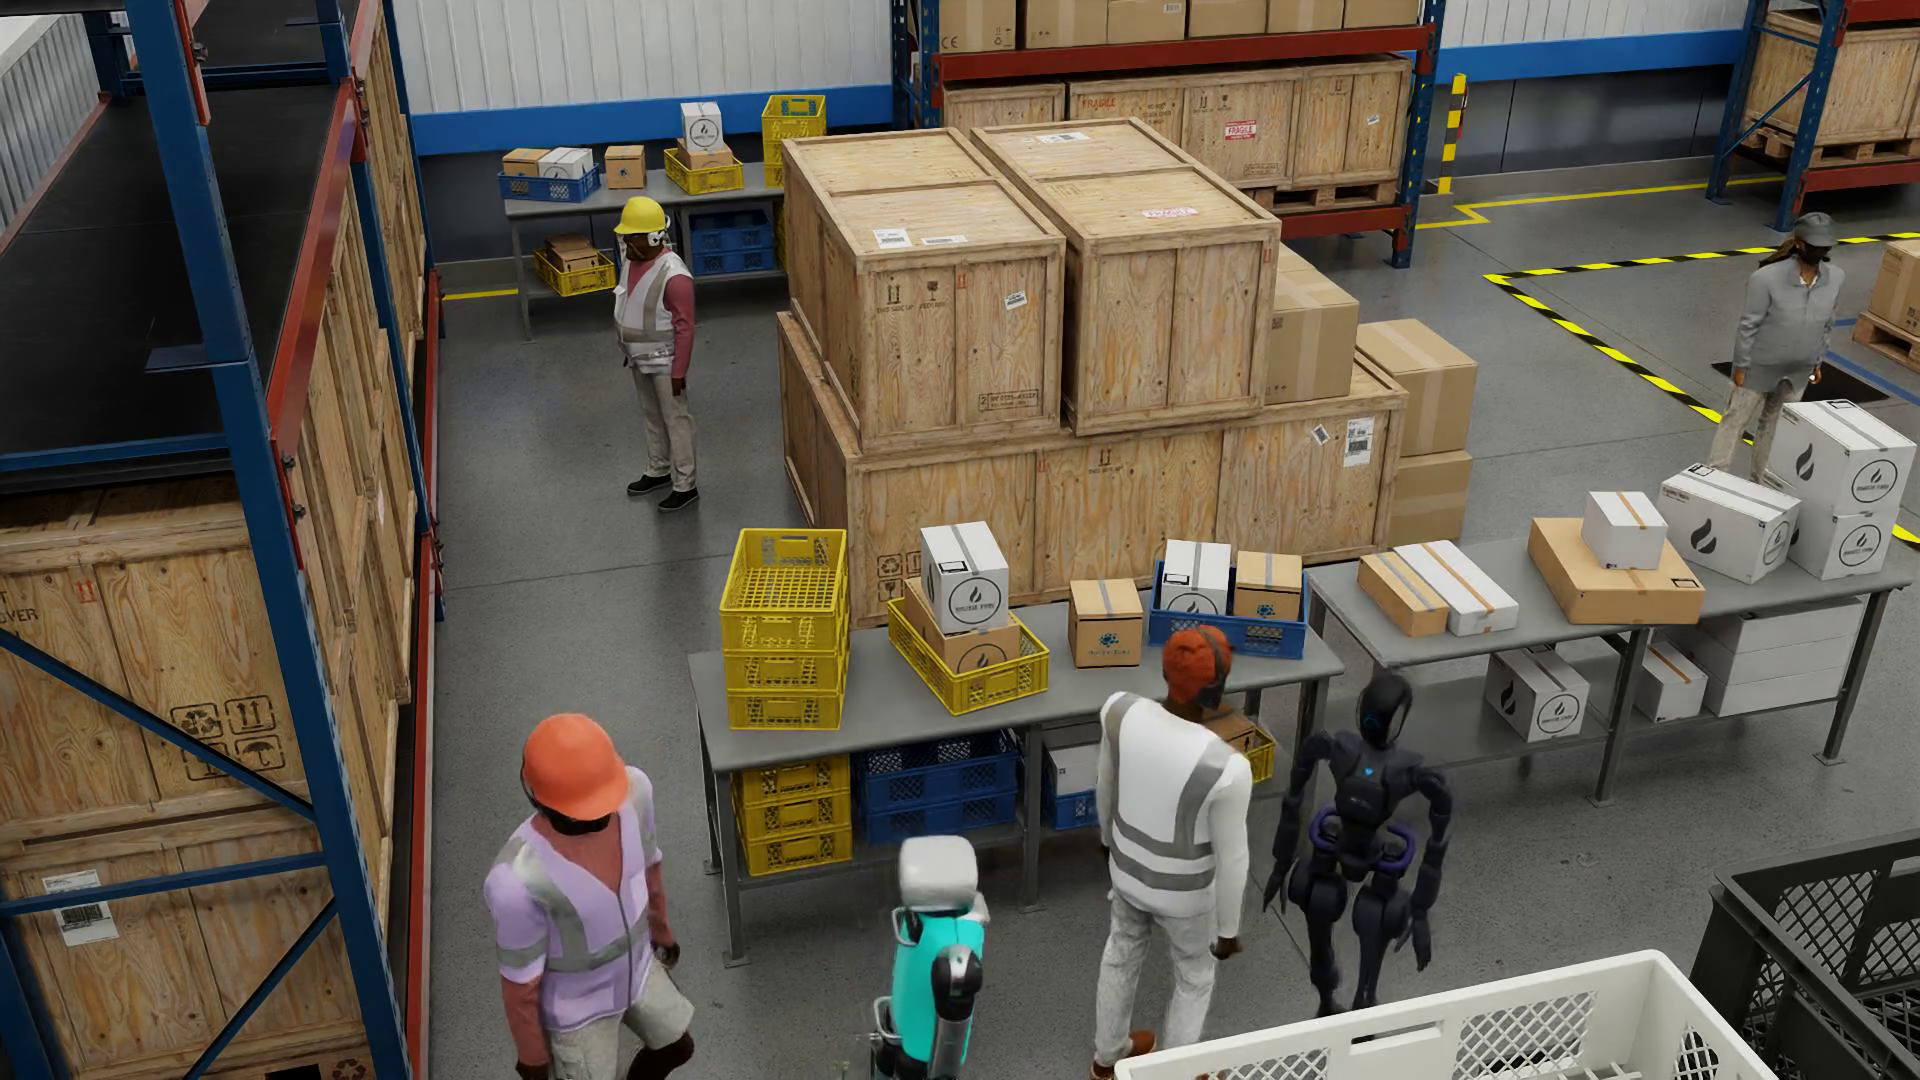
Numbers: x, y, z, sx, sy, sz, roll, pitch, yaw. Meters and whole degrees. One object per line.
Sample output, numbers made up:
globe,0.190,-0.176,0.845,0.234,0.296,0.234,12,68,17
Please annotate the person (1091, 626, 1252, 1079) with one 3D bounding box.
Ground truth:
person,0.671,1.108,5.442,0.607,1.878,0.356,25,38,38

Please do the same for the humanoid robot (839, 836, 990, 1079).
humanoid robot,-0.275,1.605,4.686,1.013,1.728,0.555,-5,29,-9

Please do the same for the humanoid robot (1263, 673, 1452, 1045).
humanoid robot,1.313,1.158,5.566,0.591,1.648,0.559,14,32,23

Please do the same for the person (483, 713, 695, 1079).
person,-1.064,1.309,4.922,0.506,2.022,0.646,17,33,28

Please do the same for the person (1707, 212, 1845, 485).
person,4.592,-0.995,9.364,0.563,1.769,0.392,-3,29,-6

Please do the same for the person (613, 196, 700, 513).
person,-1.724,-1.044,9.390,0.404,1.833,0.589,-24,37,-36
